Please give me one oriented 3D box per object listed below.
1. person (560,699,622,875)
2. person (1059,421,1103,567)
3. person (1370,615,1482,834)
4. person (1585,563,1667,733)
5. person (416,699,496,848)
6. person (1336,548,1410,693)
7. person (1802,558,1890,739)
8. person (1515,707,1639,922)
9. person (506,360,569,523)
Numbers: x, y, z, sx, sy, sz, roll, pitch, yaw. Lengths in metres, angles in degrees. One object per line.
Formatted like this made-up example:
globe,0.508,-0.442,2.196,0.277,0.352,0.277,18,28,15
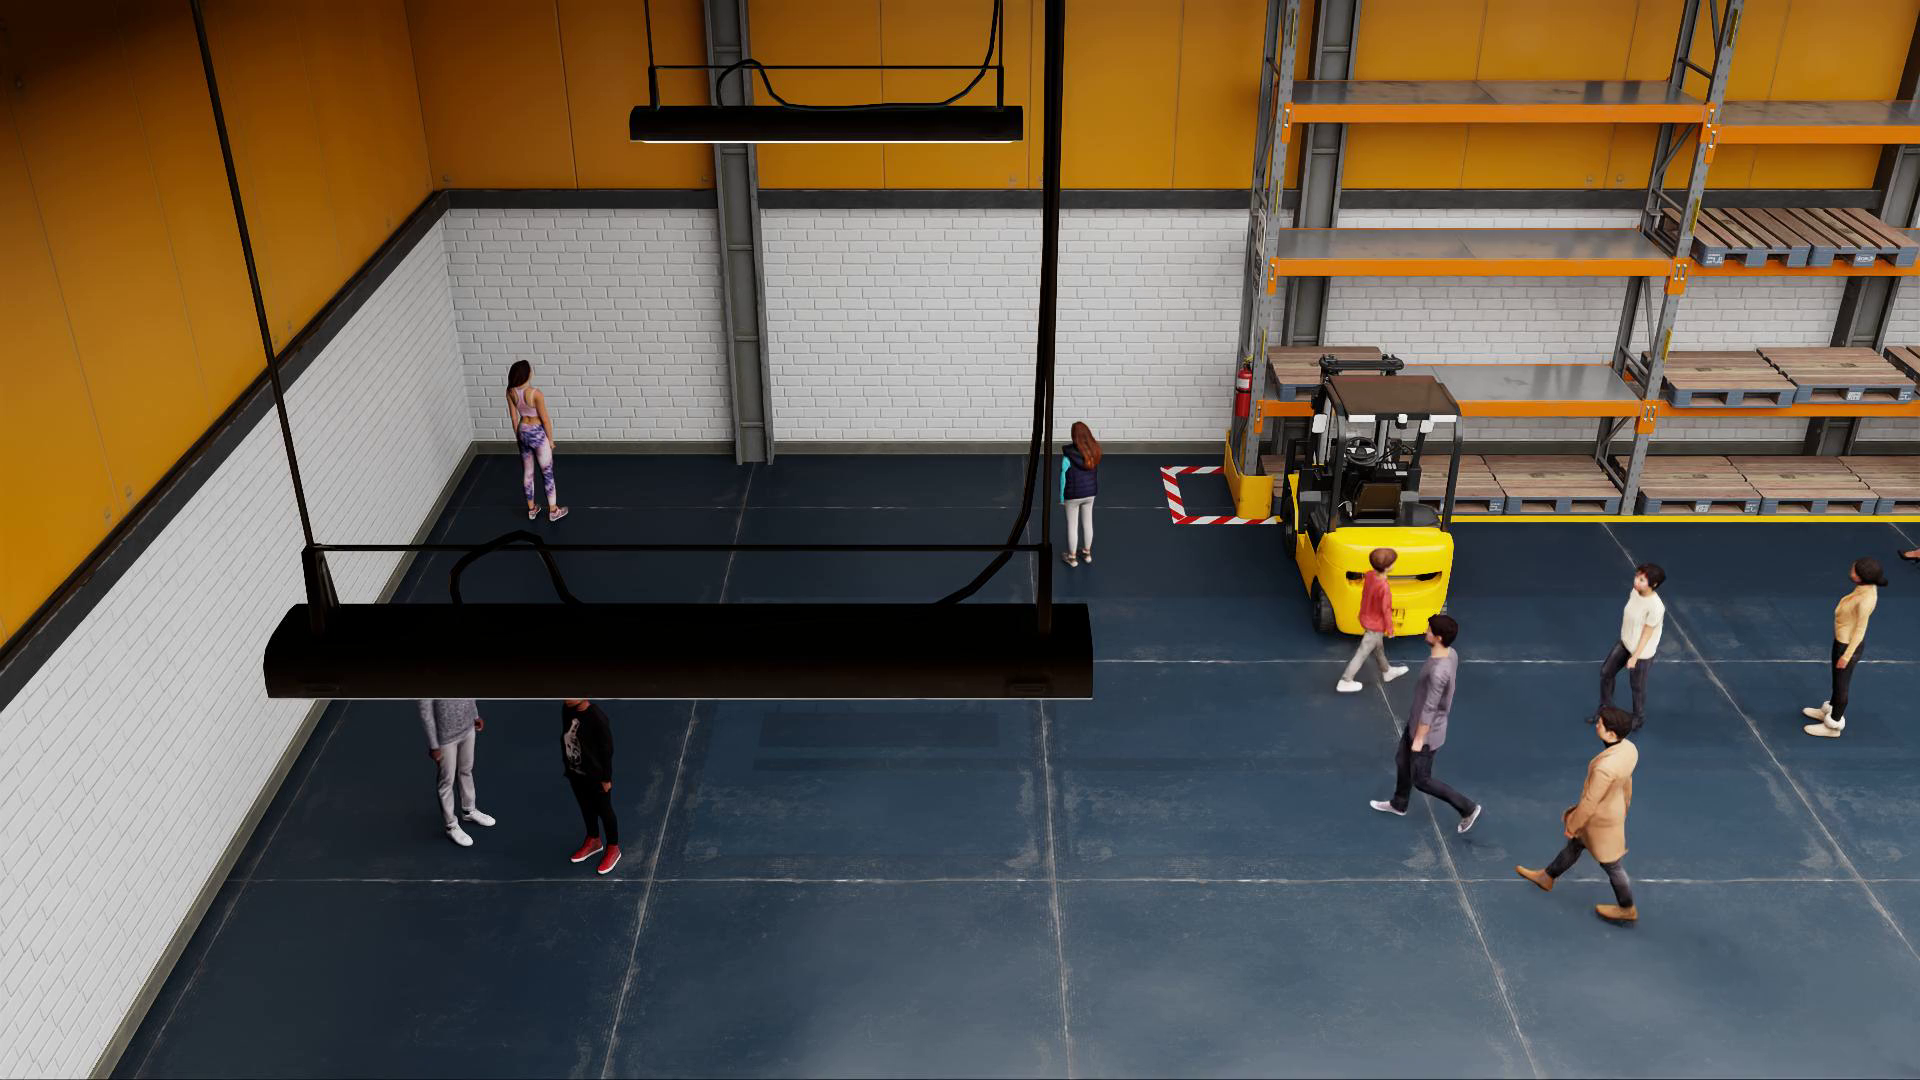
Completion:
person,-2.716,1.671,12.180,0.638,1.675,0.744,16,32,27
person,1.176,-0.464,16.275,0.628,1.500,0.713,-12,31,-21
person,3.595,1.420,12.487,1.131,1.821,0.881,10,30,17
person,5.640,0.898,13.704,0.725,1.573,0.658,-6,29,-11
person,-3.824,1.419,12.471,0.718,1.838,0.756,14,31,23
person,3.479,0.716,14.234,0.953,1.383,0.657,-5,29,-9
person,7.313,0.866,13.672,0.687,1.658,0.683,14,32,24
person,4.581,1.964,11.638,1.224,1.679,1.063,18,33,30
person,-4.366,-1.026,17.028,0.558,1.767,0.701,7,29,12
